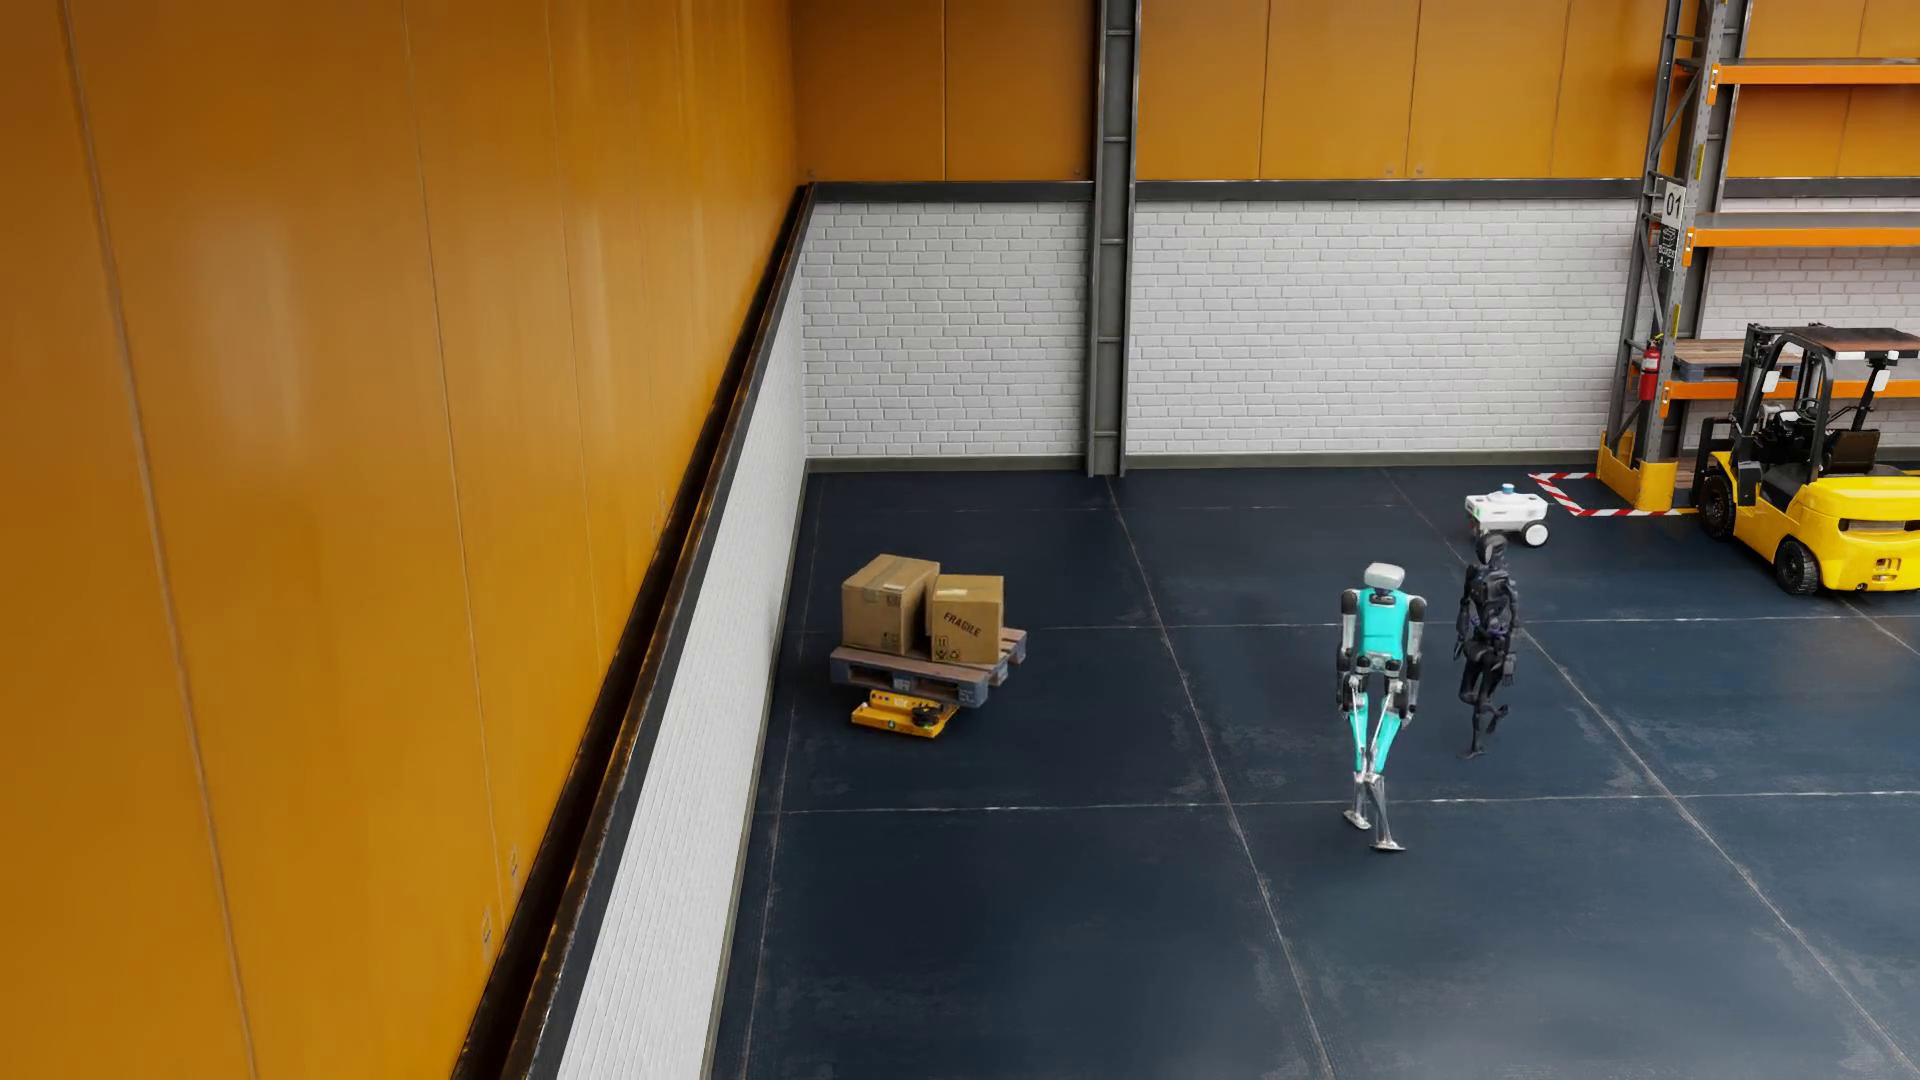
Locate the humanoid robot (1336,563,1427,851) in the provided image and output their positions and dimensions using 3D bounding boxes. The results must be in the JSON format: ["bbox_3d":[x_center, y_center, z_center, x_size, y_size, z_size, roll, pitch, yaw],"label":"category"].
[{"bbox_3d":[2.593,1.099,10.453,0.598,1.774,0.872,8,22,21],"label":"humanoid robot"}]

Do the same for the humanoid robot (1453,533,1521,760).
[{"bbox_3d":[3.730,0.728,11.562,0.509,1.641,0.603,-8,22,-21],"label":"humanoid robot"}]

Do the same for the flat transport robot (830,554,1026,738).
[{"bbox_3d":[-0.227,1.079,12.627,0.659,0.231,1.431,8,22,21],"label":"flat transport robot"}]

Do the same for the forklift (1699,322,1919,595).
[{"bbox_3d":[7.809,-0.792,14.926,1.214,2.155,2.313,-1,20,-2],"label":"forklift"}]

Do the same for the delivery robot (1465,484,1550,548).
[{"bbox_3d":[5.202,-0.225,15.772,0.782,0.611,0.517,-2,20,-4],"label":"delivery robot"}]
